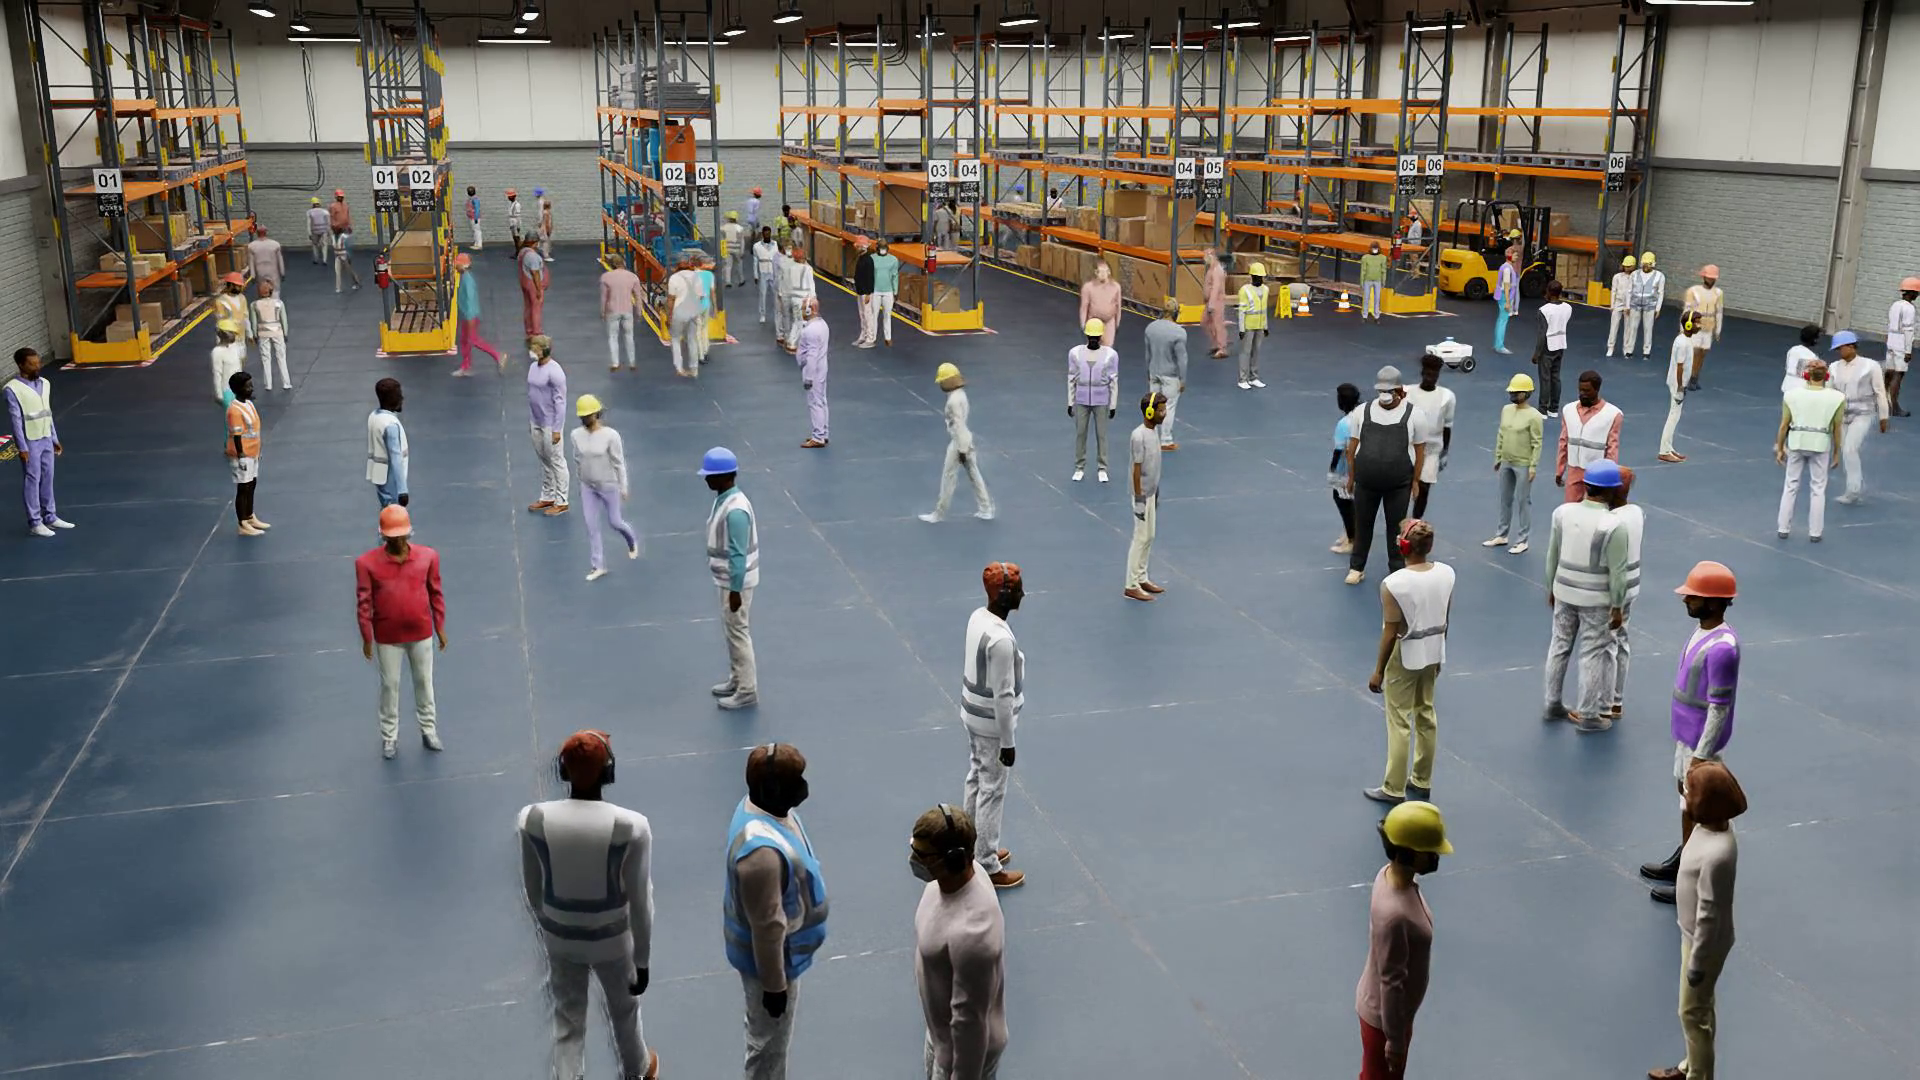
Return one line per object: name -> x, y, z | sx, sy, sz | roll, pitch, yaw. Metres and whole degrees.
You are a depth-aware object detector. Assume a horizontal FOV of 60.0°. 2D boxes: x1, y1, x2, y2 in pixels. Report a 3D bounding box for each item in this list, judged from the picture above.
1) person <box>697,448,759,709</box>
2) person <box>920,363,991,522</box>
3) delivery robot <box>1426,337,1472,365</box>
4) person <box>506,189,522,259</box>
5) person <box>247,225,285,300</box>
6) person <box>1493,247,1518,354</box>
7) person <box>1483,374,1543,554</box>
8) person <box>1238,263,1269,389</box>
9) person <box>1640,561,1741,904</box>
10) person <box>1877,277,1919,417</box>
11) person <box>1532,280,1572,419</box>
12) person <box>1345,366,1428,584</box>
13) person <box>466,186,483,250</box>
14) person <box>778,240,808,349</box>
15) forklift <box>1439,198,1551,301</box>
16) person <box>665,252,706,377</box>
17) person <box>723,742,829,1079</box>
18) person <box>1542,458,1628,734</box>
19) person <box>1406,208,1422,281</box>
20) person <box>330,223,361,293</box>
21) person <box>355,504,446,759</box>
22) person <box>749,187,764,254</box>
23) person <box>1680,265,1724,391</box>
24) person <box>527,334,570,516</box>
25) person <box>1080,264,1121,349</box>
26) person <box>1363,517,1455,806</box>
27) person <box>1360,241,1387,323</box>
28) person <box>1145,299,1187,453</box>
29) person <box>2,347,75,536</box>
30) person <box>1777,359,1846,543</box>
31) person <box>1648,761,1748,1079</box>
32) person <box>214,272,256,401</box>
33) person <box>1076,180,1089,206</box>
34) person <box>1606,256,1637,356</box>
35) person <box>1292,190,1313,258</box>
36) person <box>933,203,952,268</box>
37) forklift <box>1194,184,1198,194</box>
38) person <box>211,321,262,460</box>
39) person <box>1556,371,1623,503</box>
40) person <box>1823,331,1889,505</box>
person -> -1.673, 0.272, 12.119 | 0.422, 1.935, 0.620 | -4, 16, -16
person -> -0.023, -1.014, 17.425 | 0.614, 1.727, 0.535 | 2, 15, 7
delivery robot -> 7.978, -3.065, 27.139 | 0.707, 0.478, 0.477 | -4, 15, -14
person -> -12.341, -8.739, 46.047 | 0.385, 1.929, 0.547 | -10, 18, -33
person -> -13.917, -5.360, 33.383 | 0.659, 1.892, 0.621 | -4, 16, -16
person -> 9.510, -4.177, 29.026 | 0.390, 1.847, 0.563 | 3, 15, 12
person -> 5.442, -0.750, 16.284 | 0.326, 1.769, 0.524 | -7, 17, -26
person -> 4.521, -3.286, 25.519 | 0.595, 1.925, 0.375 | -11, 18, -35
person -> 4.045, 1.057, 9.157 | 0.358, 1.937, 0.549 | 3, 15, 12
person -> 13.208, -2.711, 23.332 | 0.352, 1.941, 0.543 | 1, 15, 3
person -> 8.208, -2.642, 23.114 | 0.592, 1.919, 0.392 | -10, 18, -33
person -> 3.835, -0.568, 15.075 | 0.689, 2.000, 0.539 | 6, 16, 23
person -> -14.332, -9.494, 49.059 | 0.429, 1.836, 0.627 | -7, 16, -24
person -> -2.972, -4.380, 29.643 | 0.631, 1.932, 0.363 | 10, 18, 32
forklift -> 11.913, -6.508, 37.130 | 2.313, 2.155, 1.214 | -4, 15, -15
person -> -4.396, -3.595, 26.465 | 0.772, 2.000, 0.547 | -13, 20, -41
person -> -0.756, 1.707, 6.895 | 0.430, 1.844, 0.624 | -1, 15, -5
person -> 4.395, 0.384, 11.668 | 0.404, 1.945, 0.615 | -9, 17, -31
person -> 11.108, -7.239, 40.748 | 0.358, 1.742, 0.566 | 0, 15, -2
person -> -14.210, -6.541, 38.438 | 0.523, 1.589, 0.836 | 4, 15, 13
person -> -3.751, 0.606, 11.211 | 0.573, 1.746, 0.346 | -7, 17, -26
person -> -5.815, -9.112, 47.478 | 0.437, 1.906, 0.581 | -10, 18, -34
person -> 11.290, -3.211, 25.252 | 0.586, 1.914, 0.653 | 0, 15, 0
person -> -4.414, -1.229, 17.758 | 0.372, 1.940, 0.631 | -13, 20, -41
person -> 2.216, -3.420, 26.175 | 0.655, 1.853, 1.021 | 0, 15, 0
person -> 2.822, 0.772, 10.402 | 0.562, 1.847, 0.390 | -9, 17, -30
person -> 8.183, -5.109, 32.964 | 0.502, 1.625, 0.293 | 2, 15, 7
person -> 2.587, -2.062, 20.919 | 0.376, 1.928, 0.636 | -14, 20, -43
person -> -9.428, -1.007, 16.957 | 0.391, 1.922, 0.593 | 1, 15, 6
person -> 8.506, -0.889, 16.684 | 0.568, 1.836, 0.383 | 8, 17, 28
person -> 3.207, 1.731, 7.222 | 0.281, 1.627, 0.508 | 6, 16, 22
person -> -10.802, -3.023, 24.608 | 0.833, 1.898, 0.550 | 5, 16, 19
person -> 3.721, -9.959, 50.618 | 0.417, 1.941, 0.608 | 5, 16, 18
person -> 11.451, -4.020, 28.639 | 0.487, 1.740, 0.313 | 6, 16, 20
person -> 9.042, -8.213, 43.866 | 0.643, 2.025, 0.423 | -6, 16, -21
person -> -0.463, -8.074, 43.662 | 0.554, 1.859, 0.420 | -5, 16, -19
forklift -> 7.392, -11.333, 53.972 | 1.873, 2.768, 1.129 | -4, 15, -15
person -> -8.954, -1.841, 20.513 | 0.671, 1.709, 0.580 | 1, 15, 4
person -> 5.895, -0.651, 15.653 | 0.407, 1.907, 0.598 | -12, 19, -38
person -> 9.753, -1.325, 18.223 | 0.620, 1.888, 0.687 | -7, 16, -24
